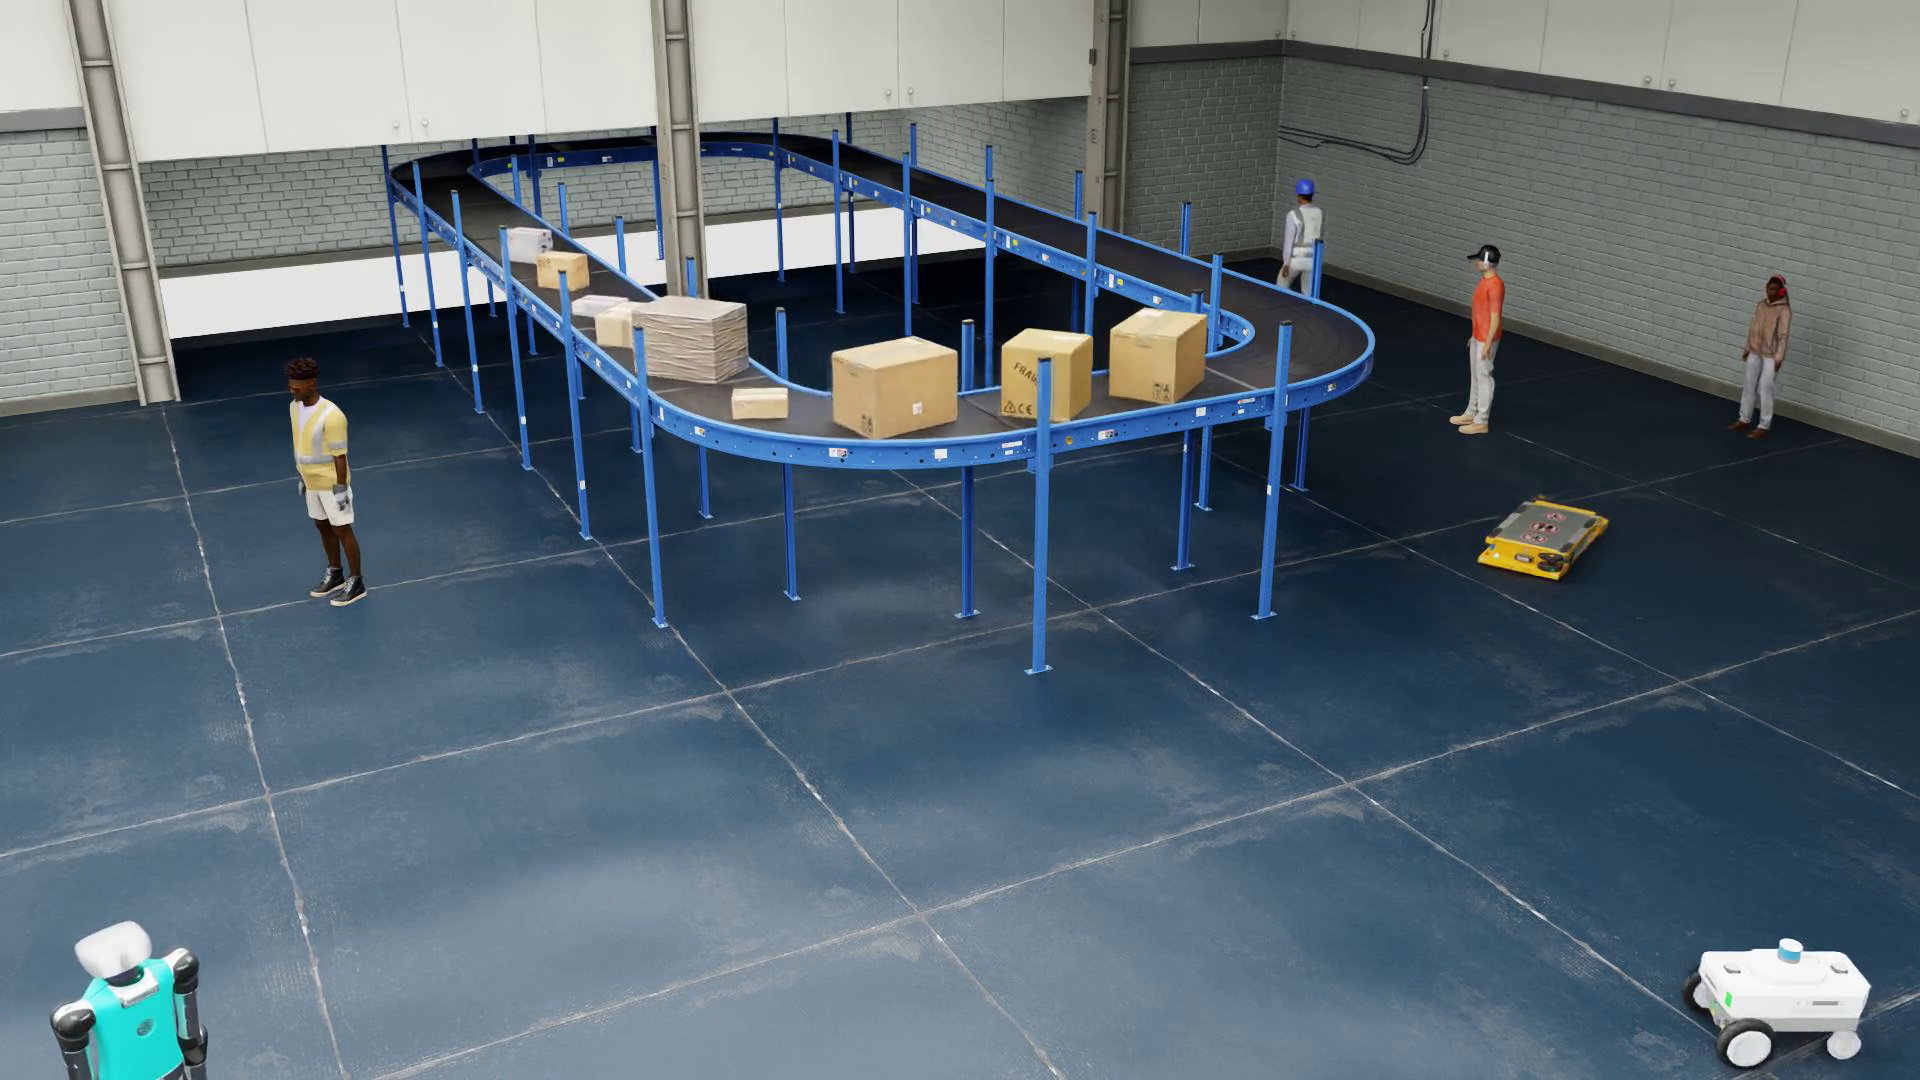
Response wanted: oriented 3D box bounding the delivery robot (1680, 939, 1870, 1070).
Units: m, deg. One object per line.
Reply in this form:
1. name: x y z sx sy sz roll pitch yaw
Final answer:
1. delivery robot: 3.939 2.215 8.045 0.808 0.614 0.499 0 22 0

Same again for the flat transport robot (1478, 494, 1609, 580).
1. flat transport robot: 4.914 -0.030 13.950 0.659 0.231 1.431 15 26 32

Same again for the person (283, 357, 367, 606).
1. person: -4.888 -0.462 12.771 0.602 1.959 0.372 16 27 35

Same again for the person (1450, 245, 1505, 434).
1. person: 5.208 -2.010 16.661 0.411 1.910 0.476 1 22 2

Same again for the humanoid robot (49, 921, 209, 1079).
1. humanoid robot: -3.256 2.219 6.474 0.796 1.802 0.538 15 26 33

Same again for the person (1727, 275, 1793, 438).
1. person: 8.041 -1.836 16.581 0.309 1.646 0.474 -7 23 -17

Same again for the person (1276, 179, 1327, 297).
1. person: 4.050 -3.385 20.029 0.649 1.925 0.693 -11 25 -26
